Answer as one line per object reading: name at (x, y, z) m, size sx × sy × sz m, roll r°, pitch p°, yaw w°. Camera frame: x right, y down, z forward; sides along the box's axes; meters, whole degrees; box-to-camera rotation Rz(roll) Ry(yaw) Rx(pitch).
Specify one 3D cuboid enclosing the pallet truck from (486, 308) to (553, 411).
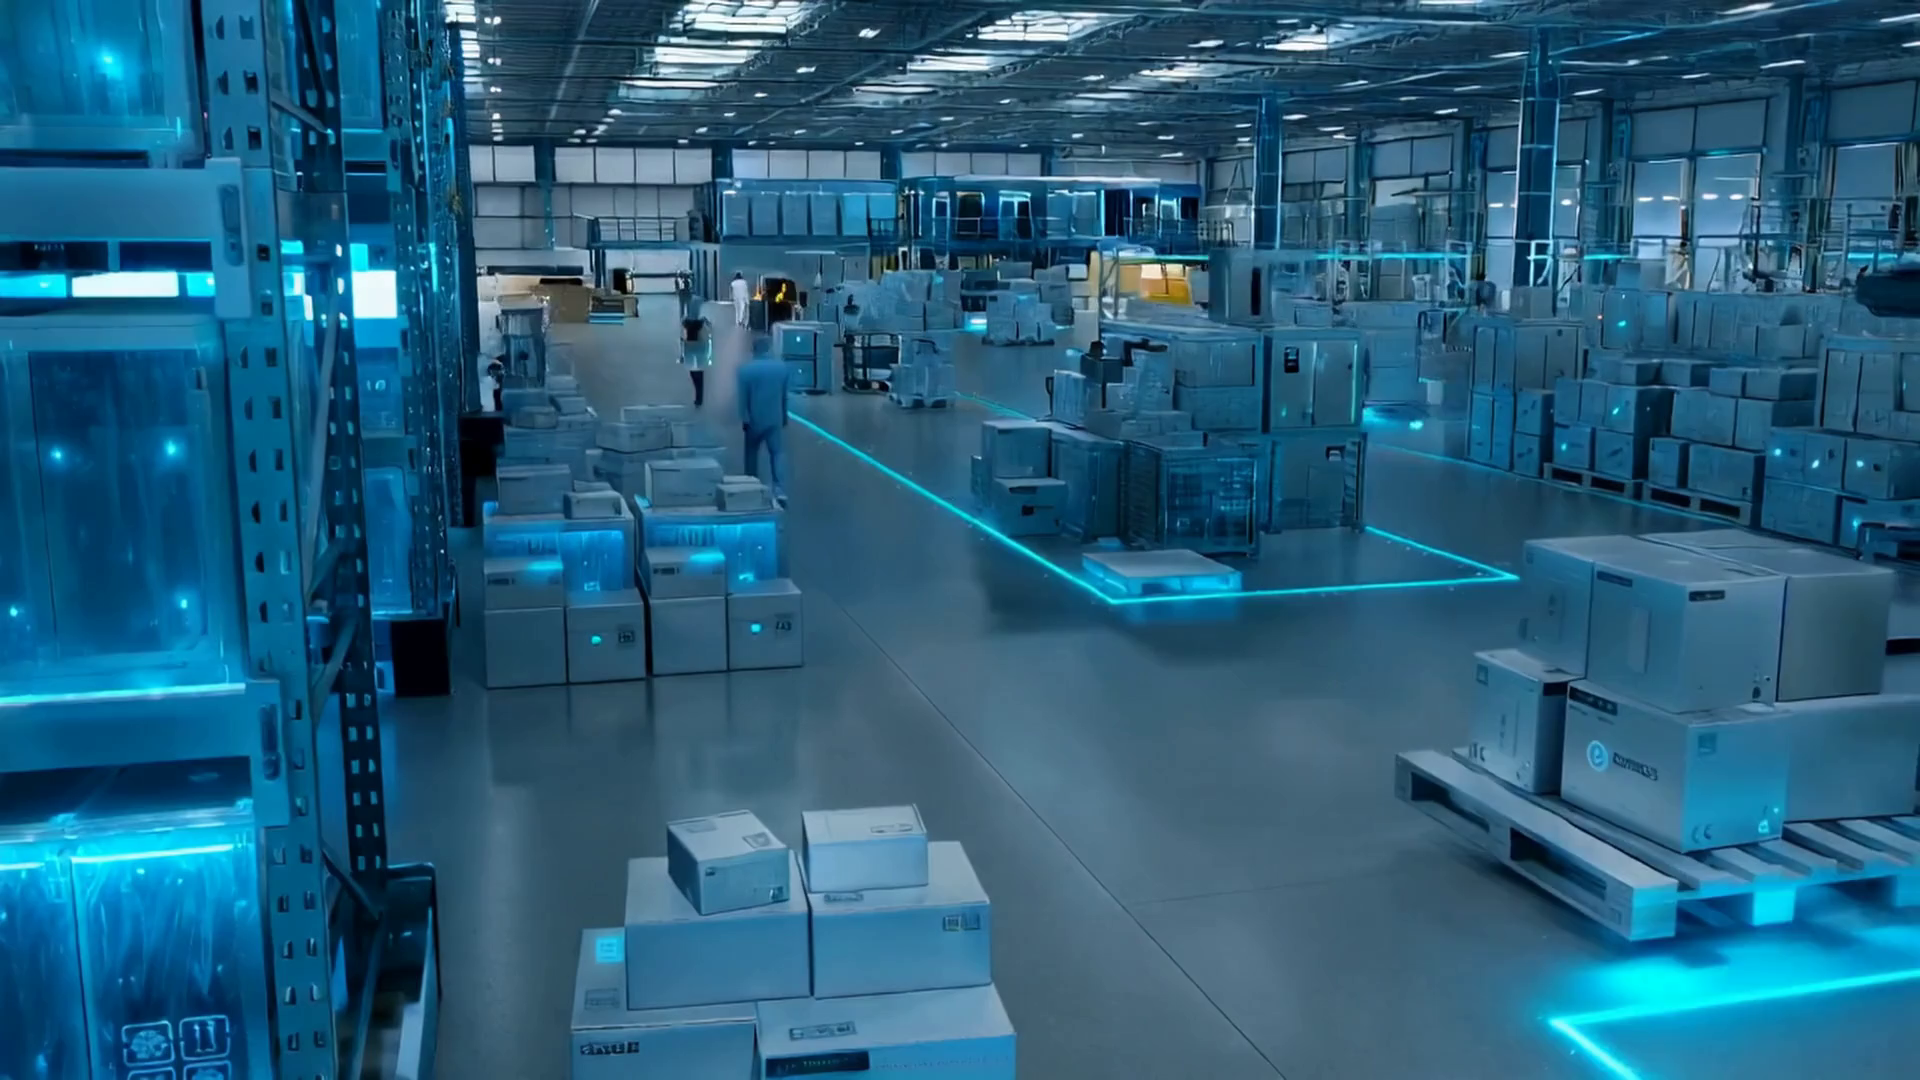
pallet truck at (-6.242, -2.418, 24.362) m, size 0.823 × 1.965 × 1.885 m, roll 1°, pitch 10°, yaw 3°

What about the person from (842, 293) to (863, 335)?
person at (-2.756, -5.497, 42.695) m, size 0.540 × 1.683 × 0.493 m, roll 1°, pitch 10°, yaw 6°

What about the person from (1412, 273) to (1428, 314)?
person at (17.668, -9.316, 63.867) m, size 0.624 × 1.844 × 0.430 m, roll 5°, pitch 11°, yaw 26°

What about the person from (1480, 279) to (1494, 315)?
person at (16.394, -7.197, 51.823) m, size 0.556 × 1.856 × 0.405 m, roll -8°, pitch 13°, yaw -39°

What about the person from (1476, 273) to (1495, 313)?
person at (18.543, -8.454, 58.720) m, size 0.610 × 1.943 × 1.016 m, roll 3°, pitch 10°, yaw 16°

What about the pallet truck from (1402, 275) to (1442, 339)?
pallet truck at (14.620, -7.324, 52.145) m, size 0.823 × 1.965 × 1.885 m, roll 8°, pitch 13°, yaw 40°

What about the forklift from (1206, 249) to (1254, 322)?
forklift at (3.828, -2.775, 23.888) m, size 1.873 × 2.768 × 1.129 m, roll -3°, pitch 10°, yaw -15°

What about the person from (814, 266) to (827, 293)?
person at (-6.120, -11.132, 73.690) m, size 0.970 × 1.997 × 0.632 m, roll 5°, pitch 11°, yaw 28°

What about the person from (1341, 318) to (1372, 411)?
person at (4.868, -1.806, 20.977) m, size 0.607 × 1.964 × 0.687 m, roll 1°, pitch 10°, yaw 5°

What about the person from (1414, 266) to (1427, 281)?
person at (21.123, -11.598, 76.389) m, size 0.645 × 1.976 × 0.494 m, roll 4°, pitch 11°, yaw 20°

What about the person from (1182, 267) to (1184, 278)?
person at (11.311, -12.899, 84.196) m, size 0.651 × 1.824 × 0.471 m, roll 7°, pitch 12°, yaw 36°

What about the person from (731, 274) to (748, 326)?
person at (-7.922, -8.651, 59.976) m, size 0.653 × 1.882 × 1.007 m, roll 2°, pitch 10°, yaw 9°

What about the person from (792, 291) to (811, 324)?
person at (-3.570, -4.717, 37.771) m, size 1.017 × 1.864 × 0.598 m, roll 3°, pitch 10°, yaw 15°

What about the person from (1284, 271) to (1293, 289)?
person at (16.712, -12.963, 85.070) m, size 0.540 × 1.656 × 0.729 m, roll -6°, pitch 11°, yaw -29°

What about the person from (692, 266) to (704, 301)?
person at (-12.654, -12.211, 80.050) m, size 0.542 × 1.920 × 0.782 m, roll -5°, pitch 11°, yaw -25°

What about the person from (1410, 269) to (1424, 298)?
person at (19.289, -10.472, 70.253) m, size 0.592 × 1.903 × 0.779 m, roll 2°, pitch 10°, yaw 12°

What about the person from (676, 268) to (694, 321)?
person at (-10.642, -9.509, 64.396) m, size 0.674 × 2.000 × 0.535 m, roll -3°, pitch 10°, yaw -15°

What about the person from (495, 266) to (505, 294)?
person at (-22.988, -12.731, 83.120) m, size 0.620 × 1.867 × 0.416 m, roll 10°, pitch 14°, yaw 44°

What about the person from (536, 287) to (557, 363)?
person at (-9.780, -5.016, 39.286) m, size 0.399 × 1.921 × 0.554 m, roll 3°, pitch 10°, yaw 14°

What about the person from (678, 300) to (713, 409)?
person at (-4.700, -3.323, 29.727) m, size 0.600 × 1.926 × 1.009 m, roll 2°, pitch 10°, yaw 10°

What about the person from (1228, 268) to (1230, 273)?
person at (15.874, -15.538, 98.823) m, size 0.402 × 1.940 × 0.602 m, roll 9°, pitch 13°, yaw 41°

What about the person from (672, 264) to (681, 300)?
person at (-15.226, -13.869, 89.498) m, size 0.575 × 1.898 × 0.792 m, roll 7°, pitch 12°, yaw 33°

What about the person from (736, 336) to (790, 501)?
person at (-2.235, -1.382, 18.930) m, size 0.638 × 1.851 × 1.054 m, roll -3°, pitch 11°, yaw -19°
